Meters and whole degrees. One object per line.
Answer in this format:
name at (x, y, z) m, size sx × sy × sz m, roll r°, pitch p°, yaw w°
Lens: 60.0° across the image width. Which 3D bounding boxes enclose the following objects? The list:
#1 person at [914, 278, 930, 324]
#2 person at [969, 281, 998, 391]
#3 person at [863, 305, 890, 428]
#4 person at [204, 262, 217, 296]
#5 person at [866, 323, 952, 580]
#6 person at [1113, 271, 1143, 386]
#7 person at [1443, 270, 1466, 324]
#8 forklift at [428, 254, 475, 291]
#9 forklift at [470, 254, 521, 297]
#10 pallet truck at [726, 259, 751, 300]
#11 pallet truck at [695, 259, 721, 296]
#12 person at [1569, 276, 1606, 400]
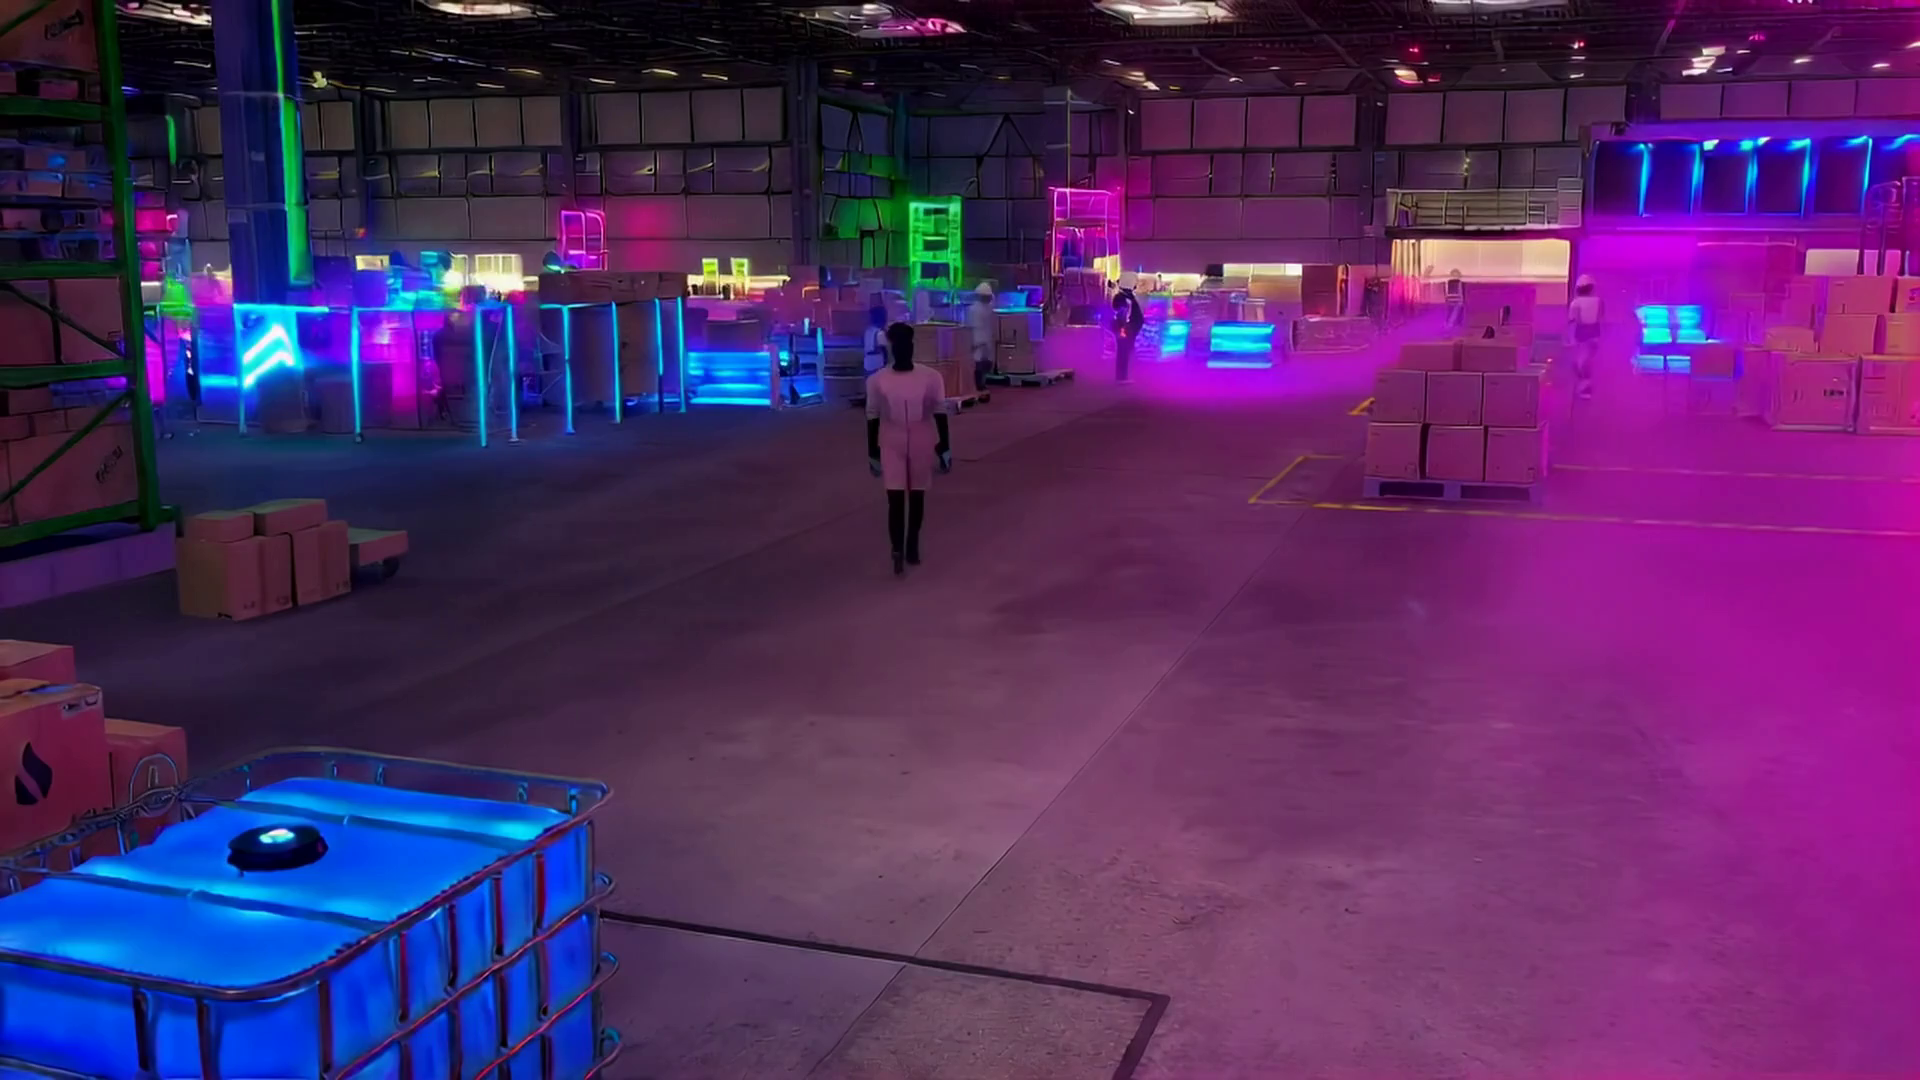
person at (-0.830, -5.239, 38.824) m, size 0.591 × 1.724 × 0.588 m, roll 6°, pitch 12°, yaw 31°
person at (0.378, -3.309, 27.409) m, size 0.557 × 1.916 × 0.476 m, roll -7°, pitch 12°, yaw -35°
person at (-1.103, -2.369, 22.763) m, size 0.476 × 1.678 × 0.547 m, roll -7°, pitch 12°, yaw -33°
person at (-29.389, -9.983, 65.285) m, size 0.586 × 1.824 × 0.404 m, roll 8°, pitch 13°, yaw 38°
person at (-0.394, -0.678, 12.616) m, size 0.624 × 1.911 × 1.001 m, roll -1°, pitch 10°, yaw -6°
person at (2.998, -3.765, 29.639) m, size 0.537 × 2.000 × 0.683 m, roll 3°, pitch 11°, yaw 16°
person at (13.305, -6.338, 44.747) m, size 0.587 × 1.834 × 1.005 m, roll 6°, pitch 12°, yaw 32°
forklift at (-20.133, -10.254, 65.465) m, size 1.157 × 1.987 × 2.680 m, roll 3°, pitch 11°, yaw 19°
forklift at (-17.990, -10.121, 64.684) m, size 1.157 × 1.987 × 2.680 m, roll 3°, pitch 11°, yaw 17°
pallet truck at (-7.986, -9.493, 62.019) m, size 0.823 × 1.965 × 1.885 m, roll 3°, pitch 11°, yaw 17°
pallet truck at (-9.165, -9.627, 62.776) m, size 0.823 × 1.965 × 1.885 m, roll 4°, pitch 11°, yaw 23°
person at (10.097, -3.240, 26.800) m, size 0.615 × 2.011 × 0.635 m, roll -1°, pitch 10°, yaw -5°
